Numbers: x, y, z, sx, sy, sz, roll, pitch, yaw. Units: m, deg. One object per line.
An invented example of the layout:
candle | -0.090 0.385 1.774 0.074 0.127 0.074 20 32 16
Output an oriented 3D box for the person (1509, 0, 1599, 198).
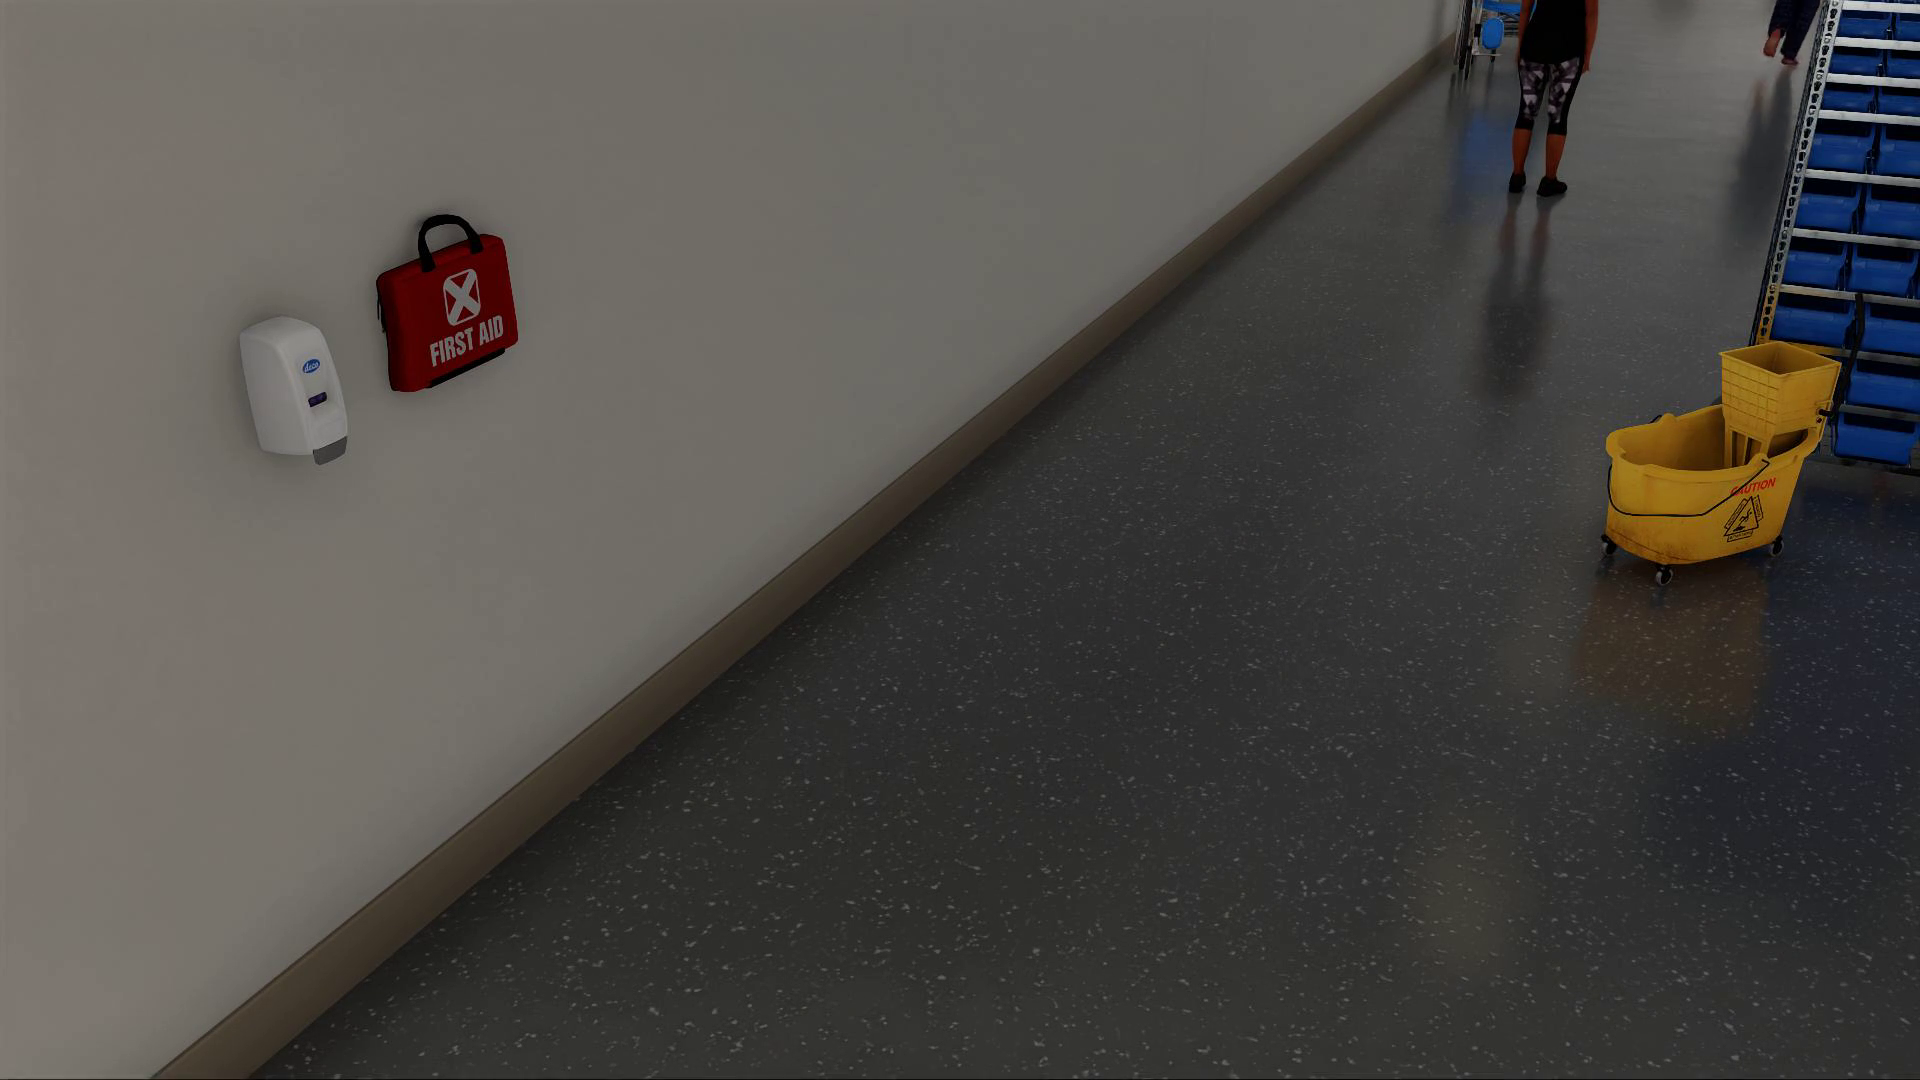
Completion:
person | 3.444 -2.860 9.677 0.493 1.663 0.675 16 30 30

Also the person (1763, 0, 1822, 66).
person | 6.842 -4.737 13.402 0.841 1.809 0.867 20 32 35
